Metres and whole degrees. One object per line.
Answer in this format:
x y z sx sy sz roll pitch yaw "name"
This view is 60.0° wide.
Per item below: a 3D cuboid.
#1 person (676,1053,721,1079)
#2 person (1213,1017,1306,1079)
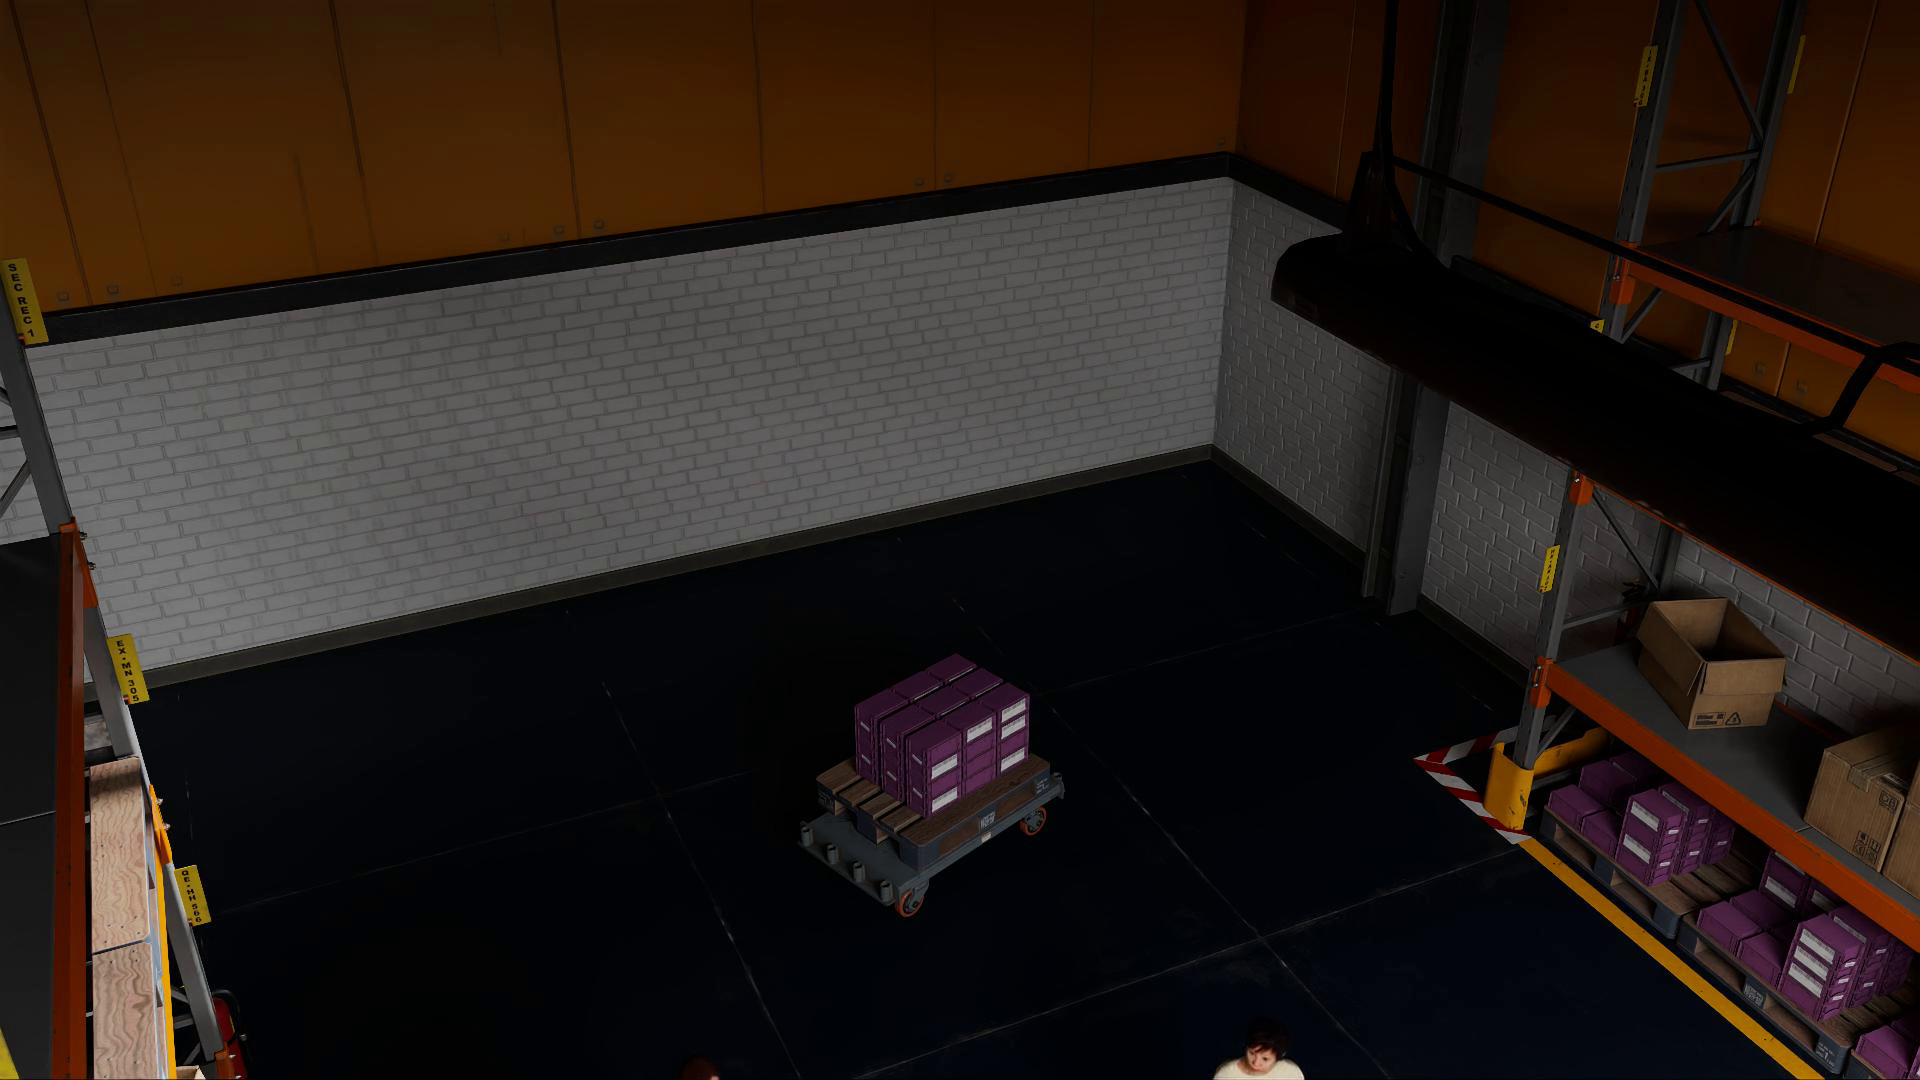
-1.151 3.007 7.617 0.647 1.728 0.651 20 34 32 "person"
1.394 2.896 7.965 0.655 1.588 0.624 0 29 1 "person"
